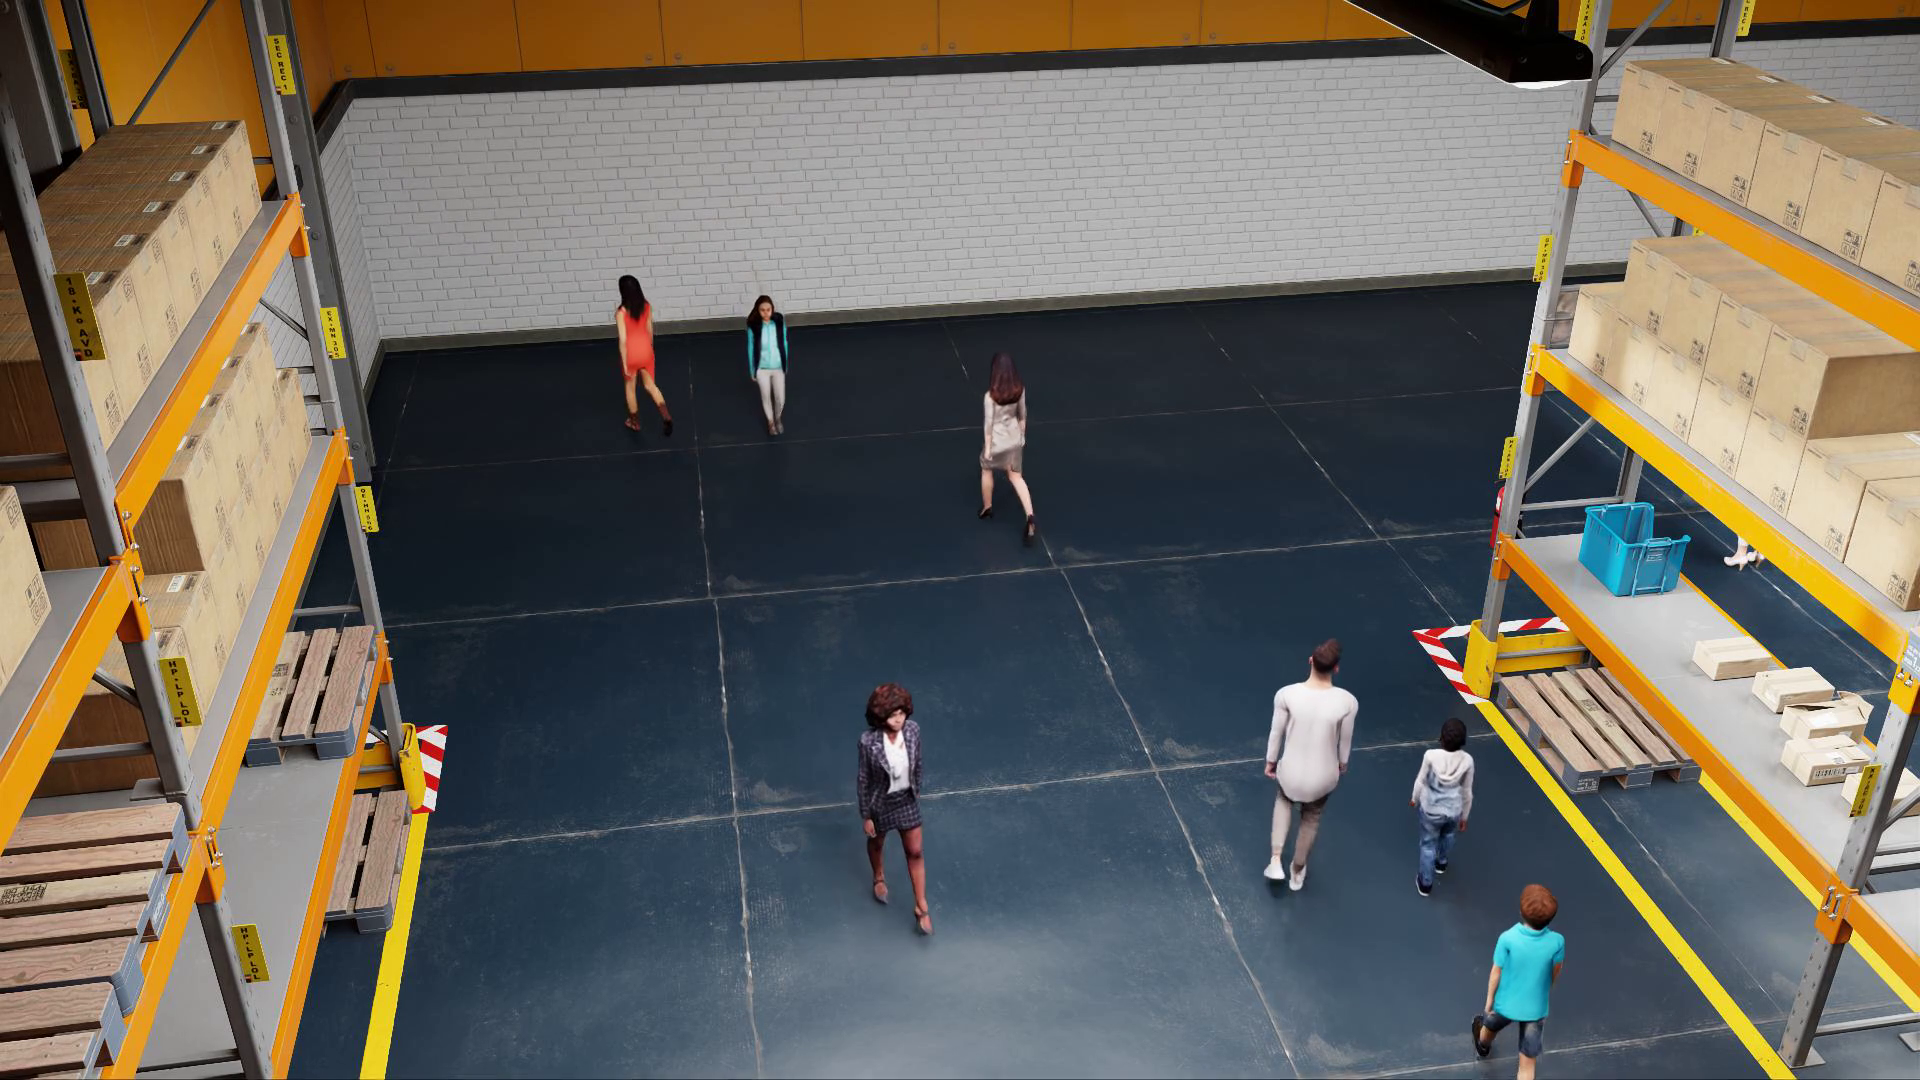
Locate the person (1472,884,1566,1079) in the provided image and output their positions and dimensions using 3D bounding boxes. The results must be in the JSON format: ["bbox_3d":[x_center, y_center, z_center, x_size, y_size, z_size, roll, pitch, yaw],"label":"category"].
[{"bbox_3d":[3.010,2.511,8.886,0.722,1.414,0.988,4,29,8],"label":"person"}]

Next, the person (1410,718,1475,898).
[{"bbox_3d":[3.043,1.720,10.512,0.570,1.245,0.703,1,29,2],"label":"person"}]

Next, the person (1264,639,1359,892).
[{"bbox_3d":[2.181,1.465,10.378,0.804,1.822,0.840,5,29,10],"label":"person"}]

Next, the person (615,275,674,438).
[{"bbox_3d":[-3.144,-1.794,16.479,0.903,1.701,1.083,-23,36,-36],"label":"person"}]

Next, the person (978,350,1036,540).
[{"bbox_3d":[0.431,-0.800,14.641,0.872,1.716,1.165,-16,32,-26],"label":"person"}]

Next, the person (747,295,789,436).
[{"bbox_3d":[-1.928,-1.766,16.651,0.594,1.487,0.628,-8,30,-14],"label":"person"}]

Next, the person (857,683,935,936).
[{"bbox_3d":[-0.472,1.588,10.307,0.739,1.674,0.986,-11,30,-19],"label":"person"}]
